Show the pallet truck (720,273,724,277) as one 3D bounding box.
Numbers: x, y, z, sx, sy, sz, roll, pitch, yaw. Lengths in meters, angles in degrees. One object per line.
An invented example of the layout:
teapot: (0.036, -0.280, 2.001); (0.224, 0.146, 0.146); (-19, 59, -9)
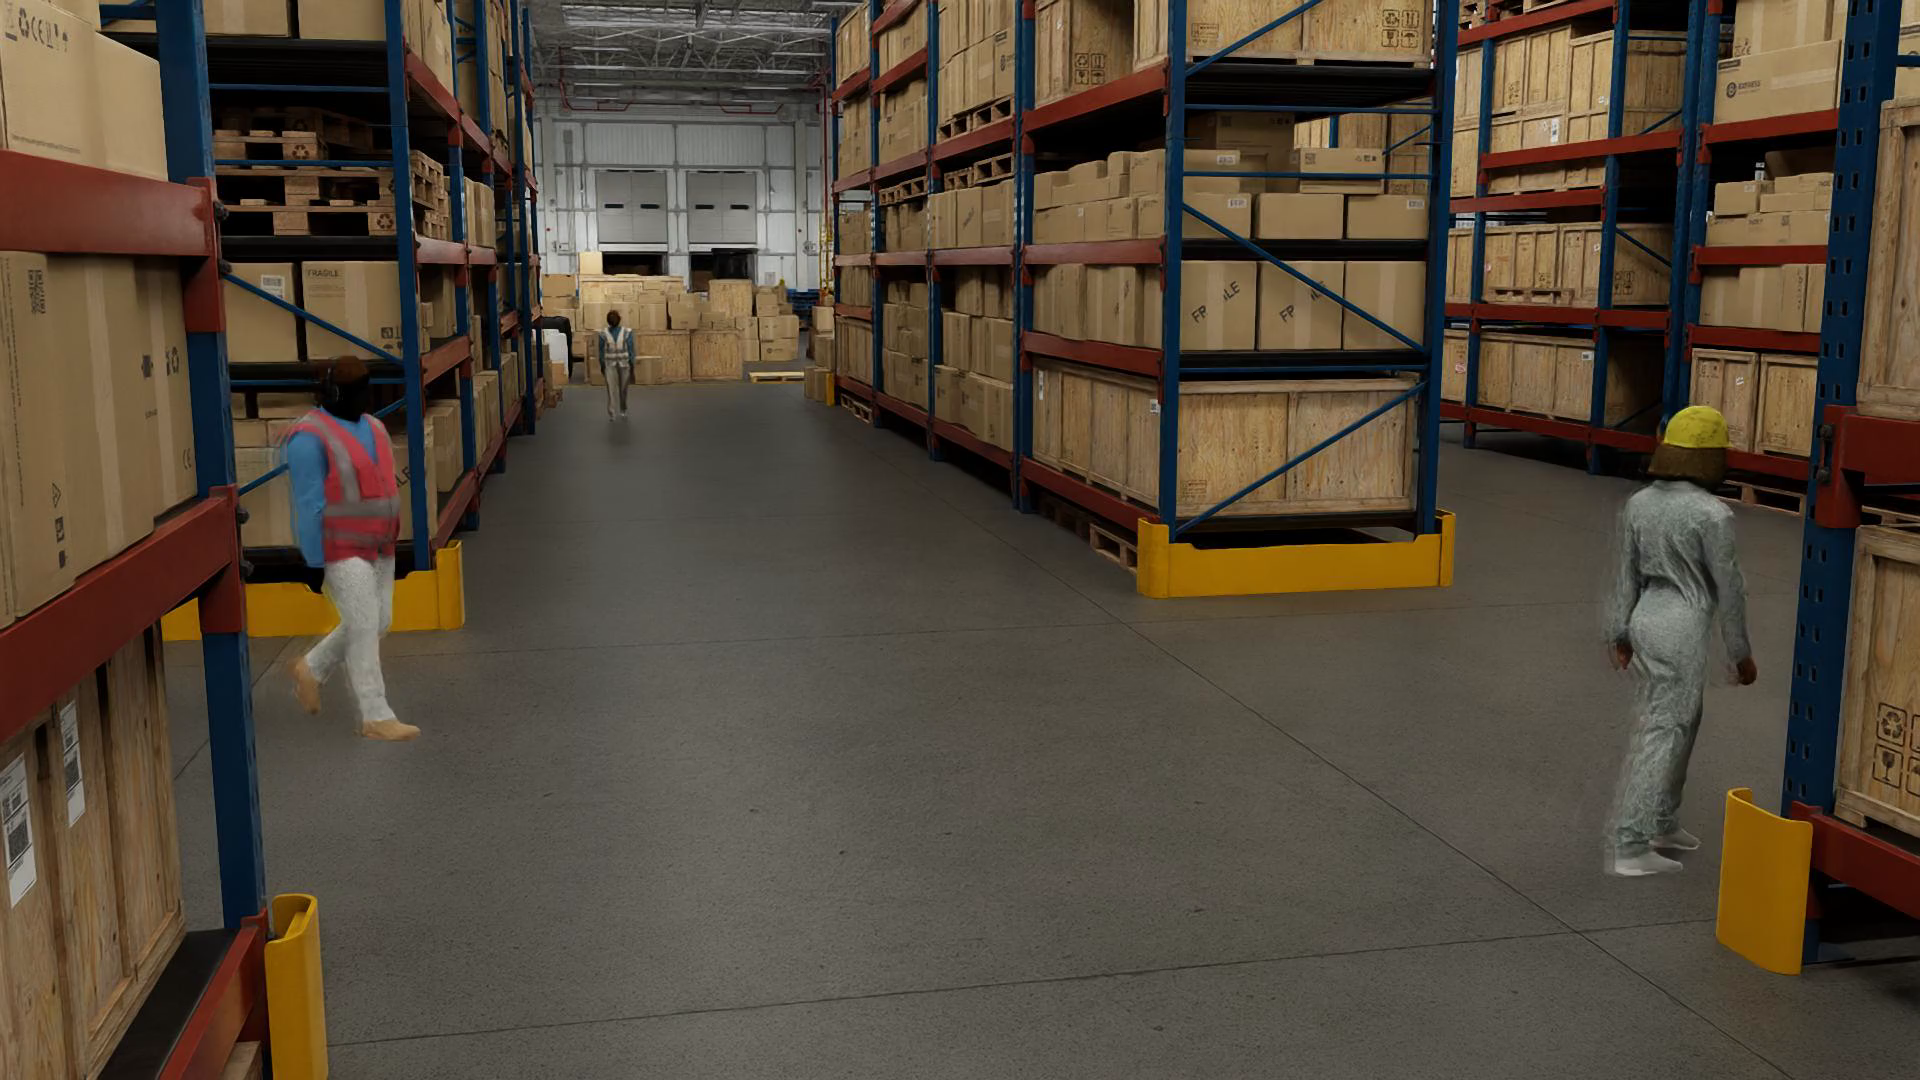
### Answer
pallet truck: (-8.580, -8.986, 62.280); (1.885, 1.965, 0.823); (1, 9, 5)

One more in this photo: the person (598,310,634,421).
person: (-5.020, -2.563, 24.325); (0.514, 1.606, 0.810); (-2, 10, -11)

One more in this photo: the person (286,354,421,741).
person: (-2.921, 0.034, 7.850); (0.733, 1.822, 0.631); (3, 10, 17)

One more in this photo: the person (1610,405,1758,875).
person: (2.661, 0.373, 6.083); (0.622, 1.724, 0.497); (-2, 10, -12)

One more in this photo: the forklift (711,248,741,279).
forklift: (-7.372, -7.854, 52.695); (1.129, 2.768, 1.873); (-8, 12, -40)
